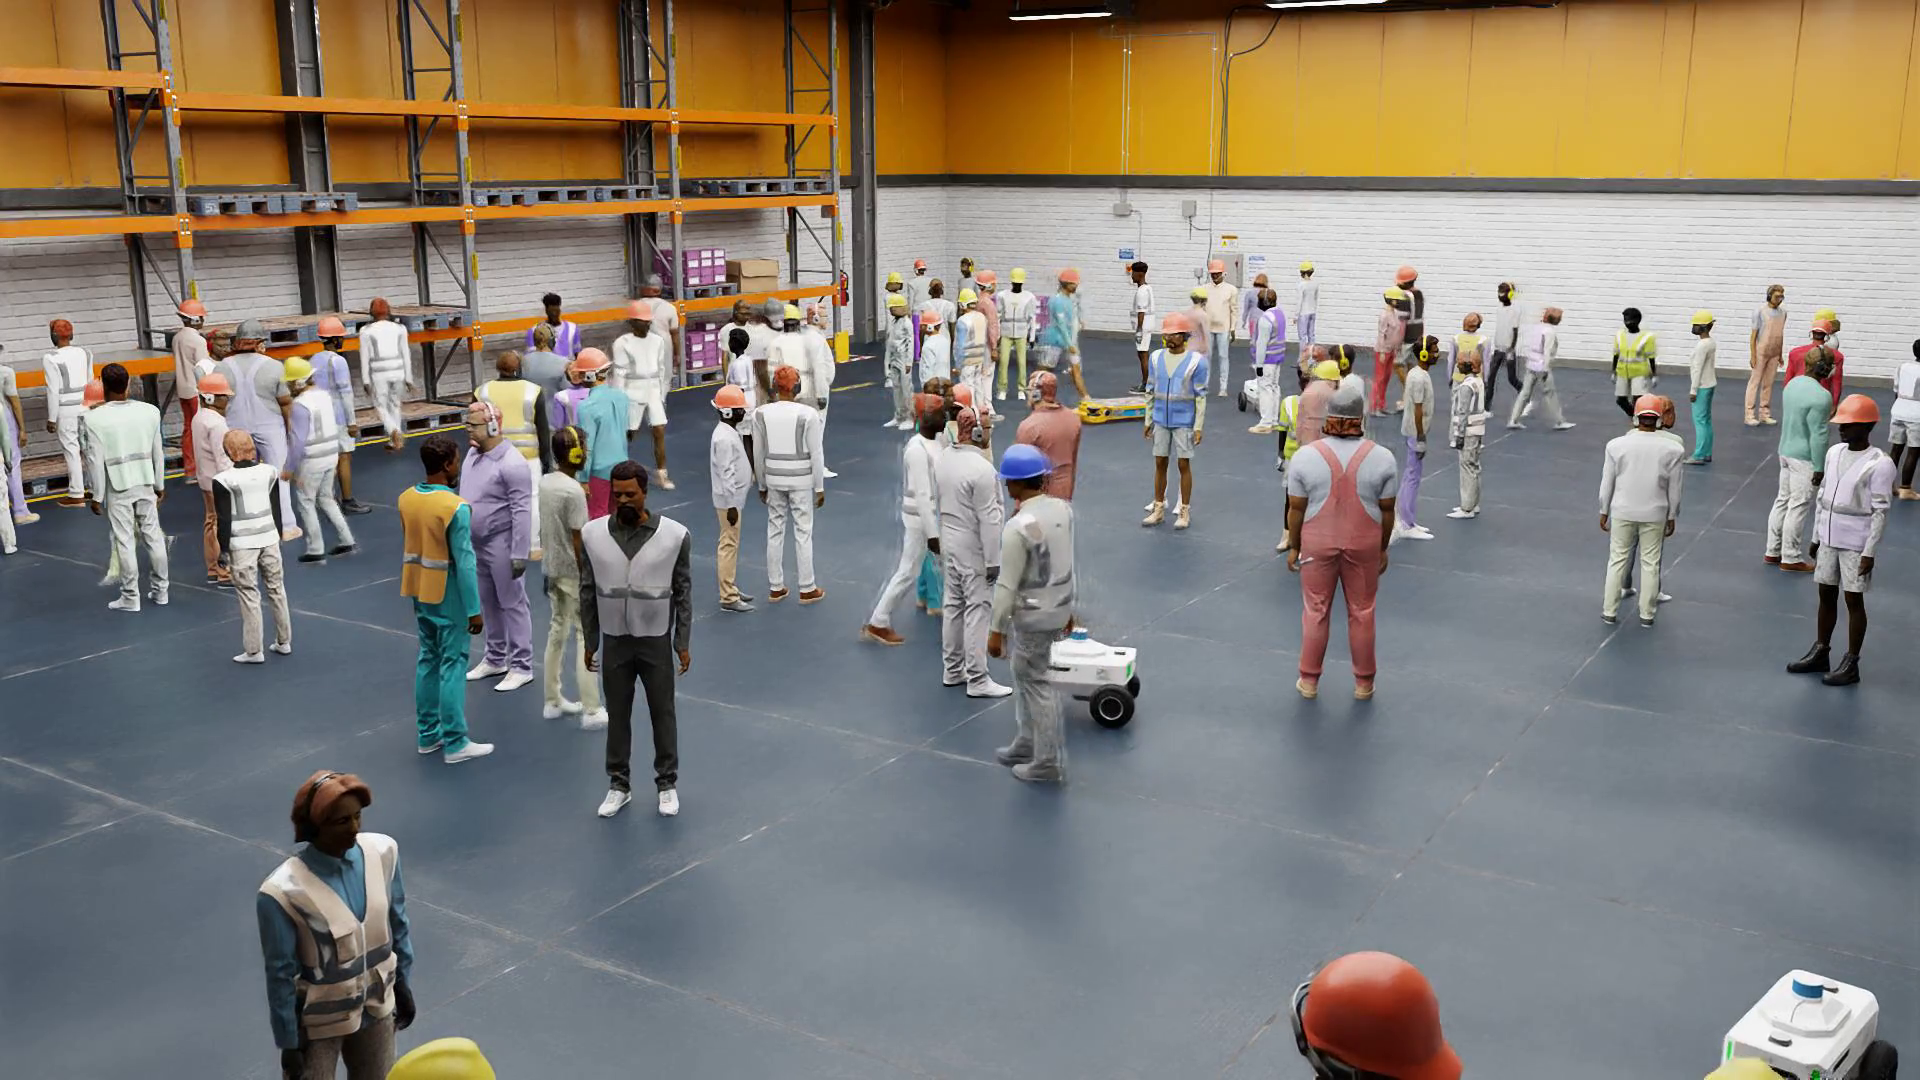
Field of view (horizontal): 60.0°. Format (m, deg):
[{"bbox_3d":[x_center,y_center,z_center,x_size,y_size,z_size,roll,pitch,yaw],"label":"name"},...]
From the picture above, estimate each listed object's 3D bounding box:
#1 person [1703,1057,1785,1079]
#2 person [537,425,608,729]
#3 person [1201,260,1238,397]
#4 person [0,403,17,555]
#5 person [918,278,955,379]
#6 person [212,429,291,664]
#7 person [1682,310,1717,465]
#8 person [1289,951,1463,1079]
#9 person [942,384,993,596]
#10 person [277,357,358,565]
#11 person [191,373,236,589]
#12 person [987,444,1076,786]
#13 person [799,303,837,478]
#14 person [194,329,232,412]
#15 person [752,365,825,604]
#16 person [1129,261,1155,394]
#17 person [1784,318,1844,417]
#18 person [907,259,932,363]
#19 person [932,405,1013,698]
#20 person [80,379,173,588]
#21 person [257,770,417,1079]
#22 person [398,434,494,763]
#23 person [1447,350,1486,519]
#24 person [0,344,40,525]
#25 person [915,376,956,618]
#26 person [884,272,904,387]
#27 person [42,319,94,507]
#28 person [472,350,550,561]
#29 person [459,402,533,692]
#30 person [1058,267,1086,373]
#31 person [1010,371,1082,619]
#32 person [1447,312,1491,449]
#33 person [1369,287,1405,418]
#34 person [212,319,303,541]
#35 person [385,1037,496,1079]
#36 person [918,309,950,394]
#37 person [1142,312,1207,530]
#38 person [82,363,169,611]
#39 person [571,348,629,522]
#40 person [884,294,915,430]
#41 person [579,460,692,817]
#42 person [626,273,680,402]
[{"bbox_3d":[1.446,1.884,3.205,0.594,1.791,0.901,5,14,21],"label":"person"},{"bbox_3d":[-2.381,0.228,10.249,0.399,1.851,0.691,-11,17,-41],"label":"person"},{"bbox_3d":[3.742,-3.094,24.327,0.622,1.993,0.382,6,14,23],"label":"person"},{"bbox_3d":[-8.543,-0.650,14.503,0.518,1.640,0.307,-10,16,-36],"label":"person"},{"bbox_3d":[-0.314,-2.632,22.651,0.507,1.847,0.345,-1,13,-6],"label":"person"},{"bbox_3d":[-4.896,0.046,11.494,0.315,1.636,0.515,8,15,30],"label":"person"},{"bbox_3d":[8.428,-1.737,18.972,0.365,1.759,0.525,10,16,36],"label":"person"},{"bbox_3d":[0.753,1.745,3.343,0.401,1.989,0.623,8,15,32],"label":"person"},{"bbox_3d":[-0.004,-0.337,12.891,0.561,1.753,0.327,3,13,11],"label":"person"},{"bbox_3d":[-5.532,-0.660,14.220,0.484,1.791,0.635,1,13,4],"label":"person"},{"bbox_3d":[-6.019,-0.485,13.544,0.336,1.747,0.572,-10,17,-38],"label":"person"},{"bbox_3d":[0.324,0.409,9.271,0.636,1.922,0.630,7,15,29],"label":"person"},{"bbox_3d":[-1.561,-1.642,18.222,0.402,1.906,0.652,-5,14,-19],"label":"person"},{"bbox_3d":[-7.155,-1.119,16.106,0.389,1.837,0.563,1,13,5],"label":"person"},{"bbox_3d":[-1.328,-0.432,13.019,0.575,1.886,0.355,4,13,16],"label":"person"},{"bbox_3d":[2.688,-3.143,24.632,0.385,1.957,0.603,2,13,10],"label":"person"},{"bbox_3d":[9.319,-1.550,18.196,0.573,1.738,0.352,8,15,30],"label":"person"},{"bbox_3d":[-0.671,-3.902,28.359,0.559,1.751,0.326,-9,15,-33],"label":"person"},{"bbox_3d":[0.094,0.071,10.793,0.409,1.907,0.651,-8,15,-30],"label":"person"},{"bbox_3d":[-6.881,-0.505,13.713,0.570,1.717,0.725,6,14,24],"label":"person"},{"bbox_3d":[-1.941,1.496,5.225,0.318,1.630,0.510,8,15,30],"label":"person"},{"bbox_3d":[-3.002,0.342,9.617,0.593,1.910,0.385,10,17,38],"label":"person"},{"bbox_3d":[4.936,-1.025,16.160,0.318,1.630,0.513,7,15,27],"label":"person"},{"bbox_3d":[-9.118,-1.047,15.775,0.506,1.846,0.345,0,13,2],"label":"person"},{"bbox_3d":[-0.172,-0.331,12.667,0.331,1.845,0.520,-4,14,-18],"label":"person"},{"bbox_3d":[-0.986,-3.203,25.349,0.299,1.743,0.493,4,14,18],"label":"person"},{"bbox_3d":[-8.904,-1.272,16.668,0.351,1.882,0.581,4,14,16],"label":"person"},{"bbox_3d":[-3.857,-0.724,14.388,0.638,1.842,0.429,-1,13,-6],"label":"person"},{"bbox_3d":[-3.071,0.039,10.928,0.638,1.911,0.402,12,18,42],"label":"person"},{"bbox_3d":[1.766,-3.541,26.860,0.492,1.722,0.423,12,17,41],"label":"person"},{"bbox_3d":[0.617,-0.318,12.483,0.409,1.907,0.640,11,17,40],"label":"person"},{"bbox_3d":[6.086,-1.901,19.928,0.514,1.641,0.315,9,16,34],"label":"person"},{"bbox_3d":[5.775,-2.531,22.412,0.350,1.758,0.522,9,16,33],"label":"person"},{"bbox_3d":[-6.379,-1.001,15.149,0.688,2.000,0.536,-1,13,-5],"label":"person"},{"bbox_3d":[-1.044,1.843,3.431,0.341,1.760,0.525,-4,14,-18],"label":"person"},{"bbox_3d":[-0.316,-1.772,19.116,0.321,1.754,0.563,4,14,19],"label":"person"},{"bbox_3d":[2.006,-1.116,15.639,0.605,2.045,0.377,7,15,30],"label":"person"},{"bbox_3d":[-6.412,-0.404,12.830,0.392,1.917,0.592,8,15,32],"label":"person"},{"bbox_3d":[-2.868,-0.544,13.293,0.405,1.987,0.619,6,14,23],"label":"person"},{"bbox_3d":[-0.779,-2.294,21.414,0.319,1.740,0.488,-9,15,-33],"label":"person"},{"bbox_3d":[-1.714,0.523,8.826,0.602,1.919,0.392,0,13,-1],"label":"person"},{"bbox_3d":[-3.959,-2.455,21.454,0.682,2.000,0.877,2,13,9],"label":"person"}]
